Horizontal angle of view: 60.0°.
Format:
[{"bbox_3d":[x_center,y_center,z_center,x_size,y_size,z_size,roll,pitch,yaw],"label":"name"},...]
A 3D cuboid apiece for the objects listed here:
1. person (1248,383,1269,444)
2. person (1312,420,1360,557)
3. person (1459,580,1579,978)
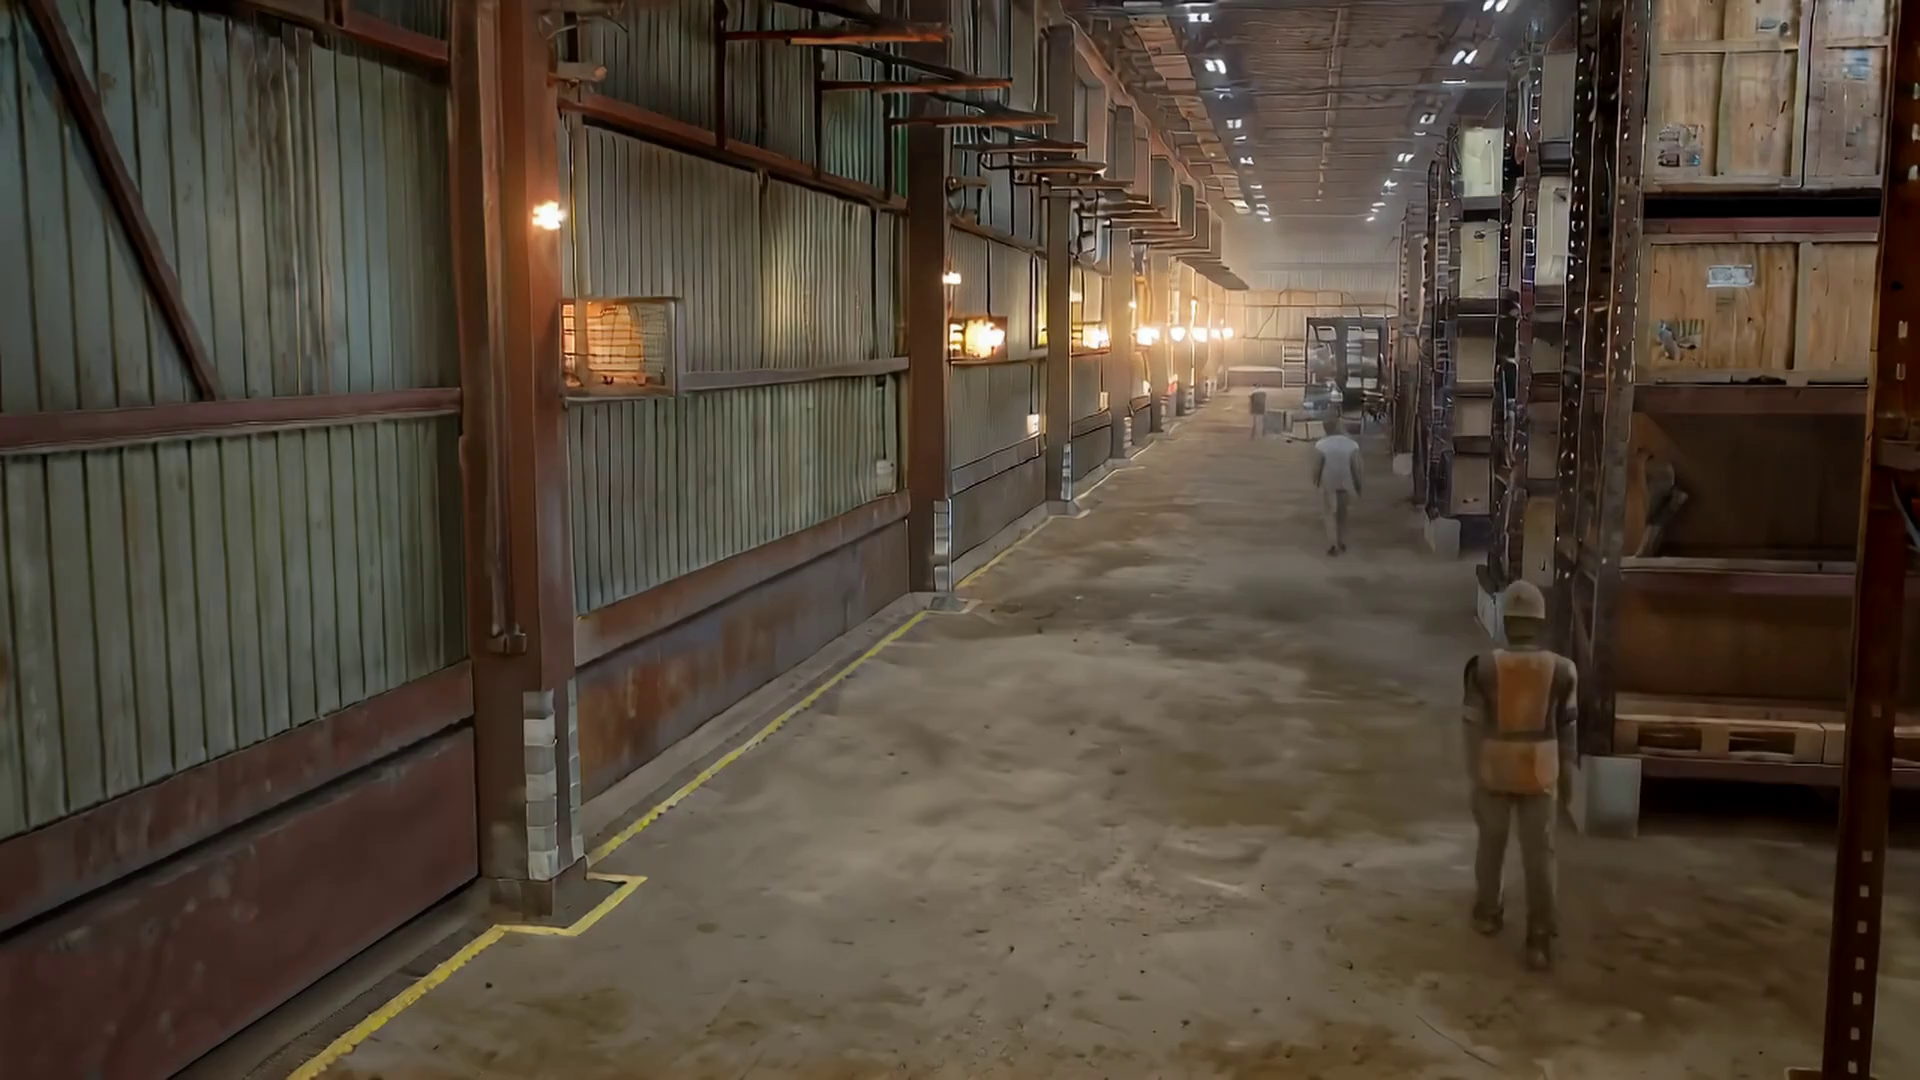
[{"bbox_3d":[8.303,-3.527,46.324,0.576,1.691,0.679,2,7,14],"label":"person"},{"bbox_3d":[5.240,-0.734,23.228,0.643,1.879,1.025,1,7,9],"label":"person"},{"bbox_3d":[2.755,1.144,8.204,0.564,1.889,1.007,1,7,10],"label":"person"}]
